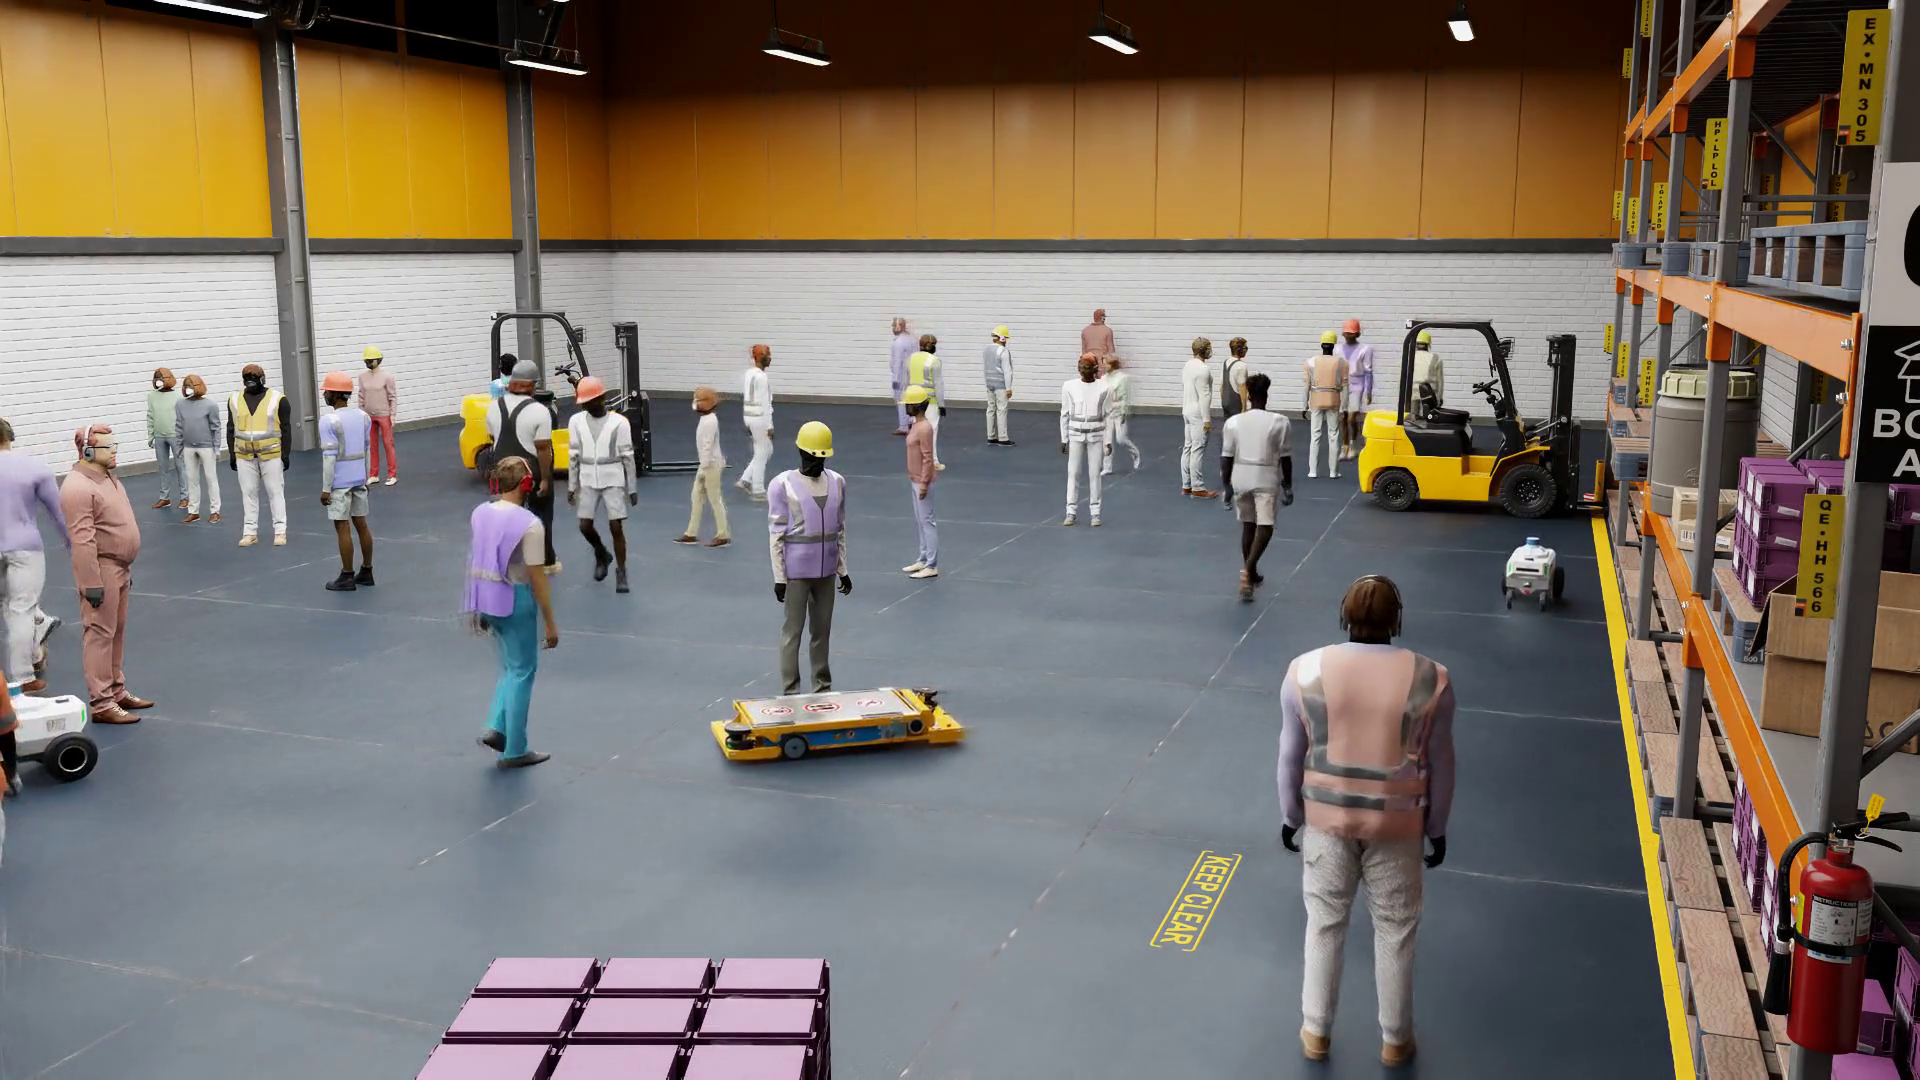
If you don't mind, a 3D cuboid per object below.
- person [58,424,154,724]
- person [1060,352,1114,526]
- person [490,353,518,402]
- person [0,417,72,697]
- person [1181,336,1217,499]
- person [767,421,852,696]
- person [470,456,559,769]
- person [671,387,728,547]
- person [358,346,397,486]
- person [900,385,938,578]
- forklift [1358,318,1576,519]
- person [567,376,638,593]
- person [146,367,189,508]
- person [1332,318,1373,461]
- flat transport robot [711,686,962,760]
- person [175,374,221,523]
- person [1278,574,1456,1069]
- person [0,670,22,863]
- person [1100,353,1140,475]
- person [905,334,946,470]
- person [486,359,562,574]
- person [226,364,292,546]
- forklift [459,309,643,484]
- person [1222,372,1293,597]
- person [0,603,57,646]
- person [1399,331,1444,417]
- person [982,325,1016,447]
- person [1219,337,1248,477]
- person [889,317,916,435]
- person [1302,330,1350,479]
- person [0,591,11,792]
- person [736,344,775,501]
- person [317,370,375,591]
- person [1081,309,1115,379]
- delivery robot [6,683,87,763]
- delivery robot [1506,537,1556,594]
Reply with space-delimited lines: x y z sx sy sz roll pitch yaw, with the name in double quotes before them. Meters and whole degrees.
"person" -5.438 0.211 10.612 0.408 1.908 0.644 -2 10 -12
"person" 1.368 -1.089 17.993 0.573 1.885 0.356 1 10 7
"person" -5.553 -1.455 20.571 0.541 1.700 0.315 -9 13 -41
"person" -6.399 0.077 11.380 0.734 1.884 0.986 -2 10 -9
"person" 2.863 -1.471 19.989 0.371 1.940 0.627 -2 10 -13
"person" -0.950 0.189 10.706 0.586 1.917 0.380 -8 13 -40
"person" -2.576 0.423 9.631 0.611 1.820 0.460 9 13 40
"person" -2.627 -0.717 16.621 0.629 1.611 0.528 -3 10 -15
"person" -7.354 -1.561 20.987 0.527 1.768 0.331 3 10 15
"person" -0.370 -0.532 15.194 0.329 1.765 0.526 -2 10 -10
"forklift" 5.787 -1.437 19.079 2.313 2.155 1.214 3 11 19
"person" -3.128 -0.497 14.581 0.613 1.911 0.556 1 10 5
"person" -9.133 -1.175 19.185 0.497 1.633 0.284 1 10 5
"person" 5.441 -2.096 23.281 0.644 2.020 0.457 7 13 36
"flat transport robot" -0.763 1.106 10.173 1.431 0.197 0.652 -3 11 -17
"person" -8.321 -0.996 18.175 0.498 1.634 0.281 1 10 4
"person" 1.497 1.036 6.152 0.633 1.840 0.429 3 11 16
"person" -4.091 1.020 6.732 0.543 1.664 0.788 -5 11 -26
"person" 2.090 -1.669 22.005 0.619 1.616 0.520 -10 14 -43
"person" -0.451 -1.852 22.443 0.658 1.837 0.429 10 14 44
"person" -3.990 -0.647 15.064 0.691 2.000 0.848 4 11 21
"person" -7.073 -0.853 16.787 0.625 1.844 0.429 -1 10 -7
"forklift" -5.354 -1.902 21.697 2.313 2.155 1.214 -2 10 -13
"person" 2.538 -0.477 14.409 0.601 1.938 0.865 6 12 30
"person" -7.167 0.063 12.246 0.760 1.610 0.520 -5 11 -25
"person" 6.589 -2.070 23.729 0.601 1.817 0.430 5 11 25
"person" 0.597 -2.325 25.125 0.403 1.823 0.588 -8 13 -37
"person" 3.571 -1.715 21.629 0.347 1.846 0.505 -5 11 -25
"person" -0.945 -2.611 26.539 0.426 1.888 0.674 3 11 18
"person" 4.748 -1.753 21.611 0.594 1.924 0.377 2 10 14
"person" -5.452 0.459 8.961 0.379 1.996 0.609 3 11 18
"person" -2.359 -1.386 19.692 0.403 1.870 0.589 -4 11 -19
"person" -5.416 -0.522 14.637 0.340 1.942 0.552 4 11 22
"person" 2.463 -3.120 29.370 0.643 1.909 0.410 7 12 34
"delivery robot" -5.348 1.052 9.390 0.707 0.478 0.477 -8 12 -41
"delivery robot" 4.843 0.221 14.092 0.477 0.478 0.707 4 11 24
